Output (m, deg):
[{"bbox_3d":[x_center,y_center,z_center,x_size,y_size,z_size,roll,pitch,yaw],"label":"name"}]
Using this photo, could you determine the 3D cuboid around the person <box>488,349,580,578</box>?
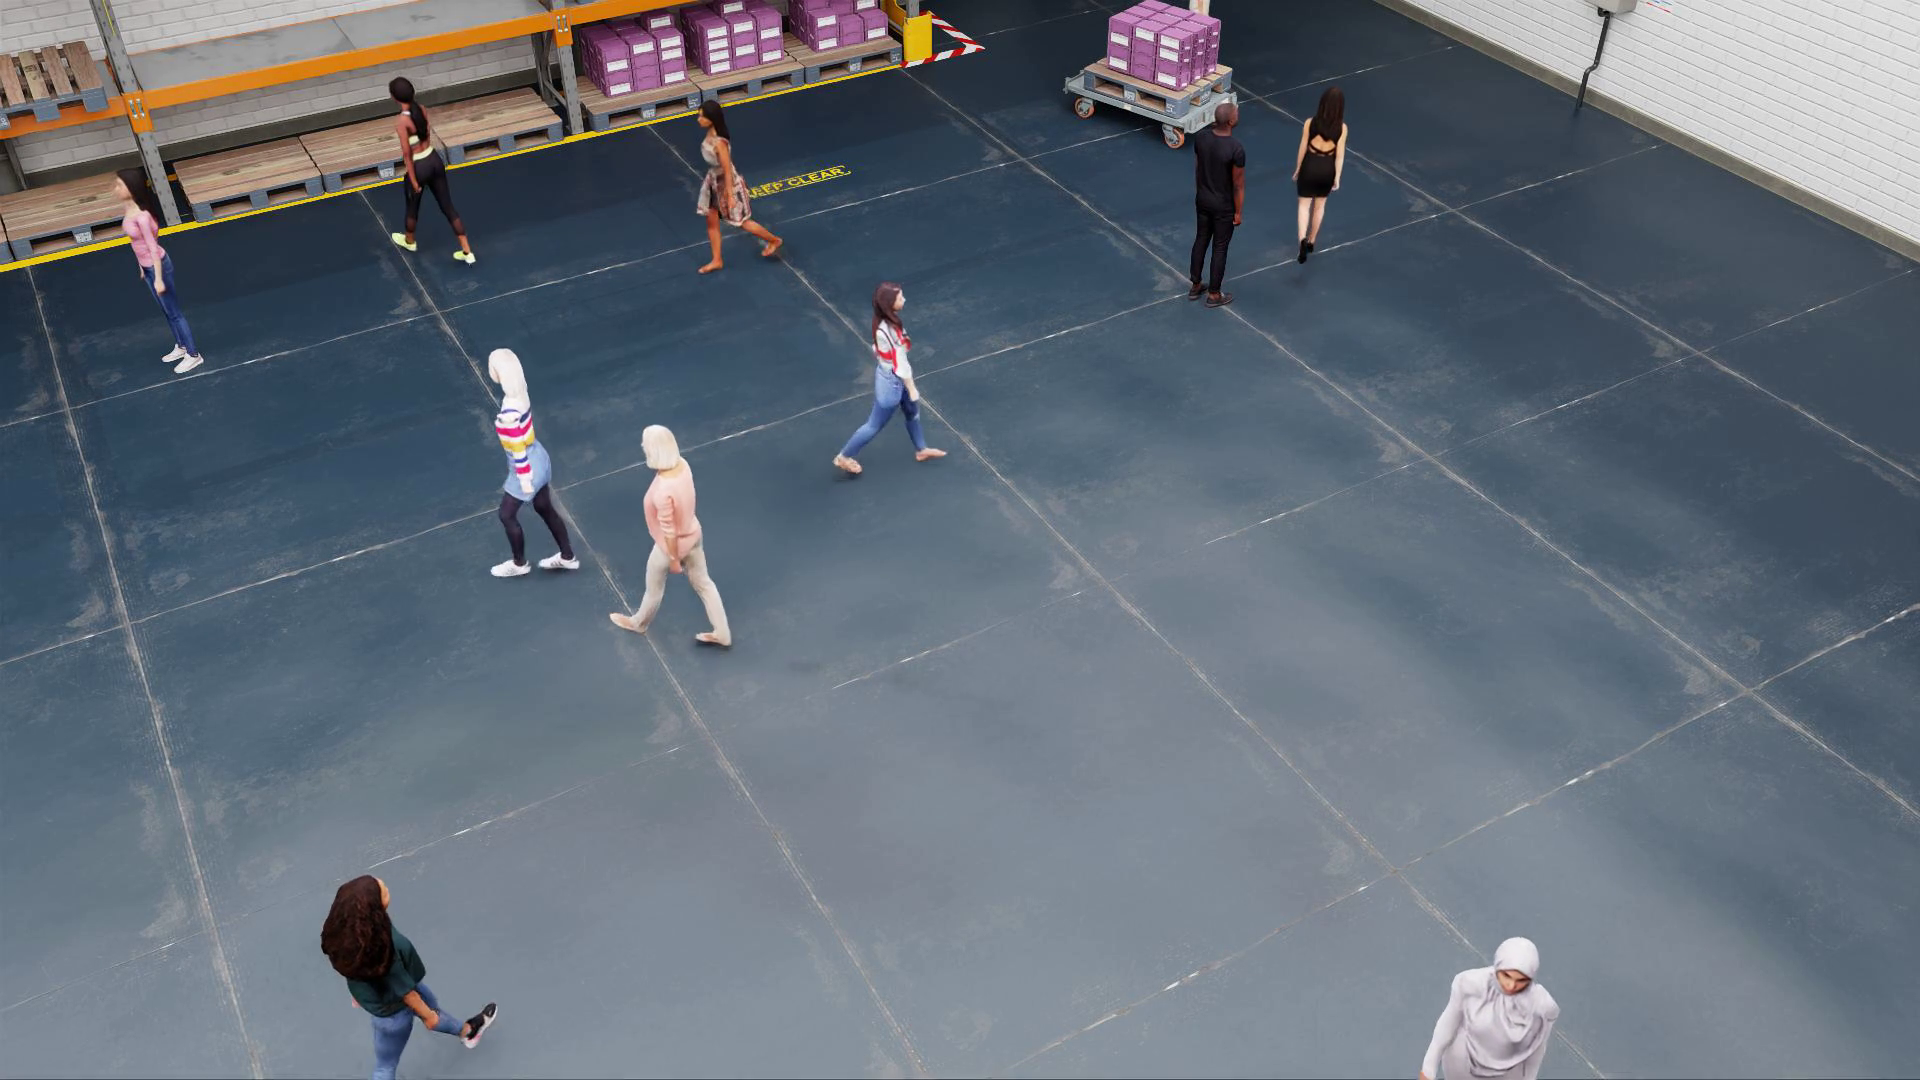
[{"bbox_3d":[-2.829,-0.494,11.193,0.970,1.789,0.882,-1,39,-1],"label":"person"}]

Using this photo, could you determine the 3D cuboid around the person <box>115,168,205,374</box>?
[{"bbox_3d":[-6.447,-2.172,13.331,0.564,1.744,0.599,-28,46,-30],"label":"person"}]

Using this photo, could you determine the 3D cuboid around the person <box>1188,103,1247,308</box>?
[{"bbox_3d":[2.172,-2.843,14.110,0.648,1.820,0.715,-31,48,-33],"label":"person"}]

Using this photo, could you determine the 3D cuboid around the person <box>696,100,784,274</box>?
[{"bbox_3d":[-1.983,-3.110,14.610,1.024,1.612,0.638,-16,41,-19],"label":"person"}]

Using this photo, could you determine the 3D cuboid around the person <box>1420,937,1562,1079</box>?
[{"bbox_3d":[2.412,2.369,7.654,0.997,1.732,1.202,19,42,22],"label":"person"}]

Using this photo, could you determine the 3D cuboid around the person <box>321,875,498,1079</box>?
[{"bbox_3d":[-2.792,2.240,7.931,0.777,1.587,1.088,32,48,33],"label":"person"}]

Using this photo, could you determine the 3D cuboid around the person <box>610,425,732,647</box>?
[{"bbox_3d":[-1.722,0.023,10.630,1.114,1.683,1.053,9,40,12],"label":"person"}]

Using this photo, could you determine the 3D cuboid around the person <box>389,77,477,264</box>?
[{"bbox_3d":[-4.650,-3.218,14.670,0.972,1.707,1.120,21,43,25],"label":"person"}]

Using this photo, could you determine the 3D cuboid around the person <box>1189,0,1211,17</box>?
[{"bbox_3d":[2.612,-5.852,18.181,0.615,1.441,0.591,2,39,2],"label":"person"}]

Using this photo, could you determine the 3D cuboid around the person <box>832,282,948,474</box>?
[{"bbox_3d":[-0.587,-1.131,12.161,1.178,1.576,0.861,-5,39,-7],"label":"person"}]

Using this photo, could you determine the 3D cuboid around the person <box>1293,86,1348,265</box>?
[{"bbox_3d":[3.140,-3.166,14.666,0.913,1.630,0.952,8,39,9],"label":"person"}]
